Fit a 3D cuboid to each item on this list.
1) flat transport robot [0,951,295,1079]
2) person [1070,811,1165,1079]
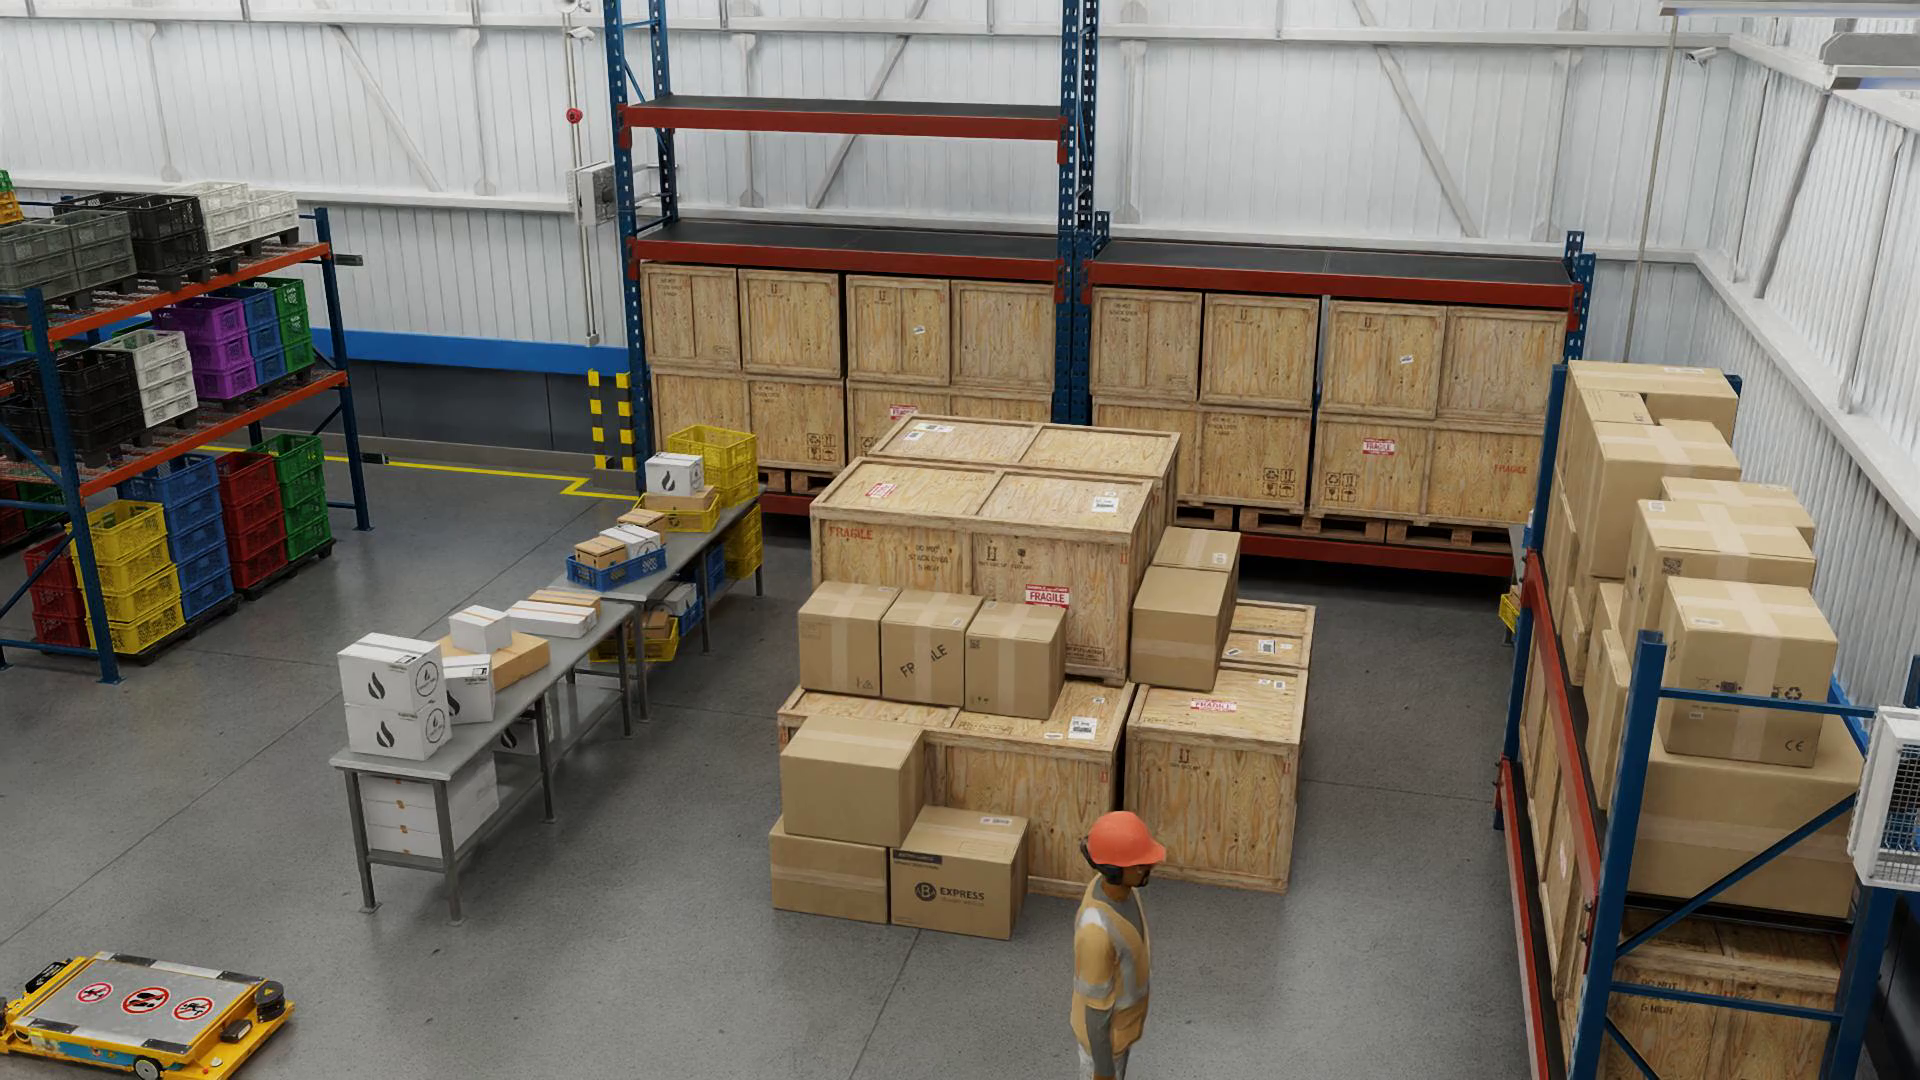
[{"bbox_3d":[-4.270,2.464,8.601,1.431,0.231,0.659,5,22,13],"label":"flat transport robot"},{"bbox_3d":[0.664,2.074,7.132,0.366,2.048,0.605,5,21,13],"label":"person"}]
